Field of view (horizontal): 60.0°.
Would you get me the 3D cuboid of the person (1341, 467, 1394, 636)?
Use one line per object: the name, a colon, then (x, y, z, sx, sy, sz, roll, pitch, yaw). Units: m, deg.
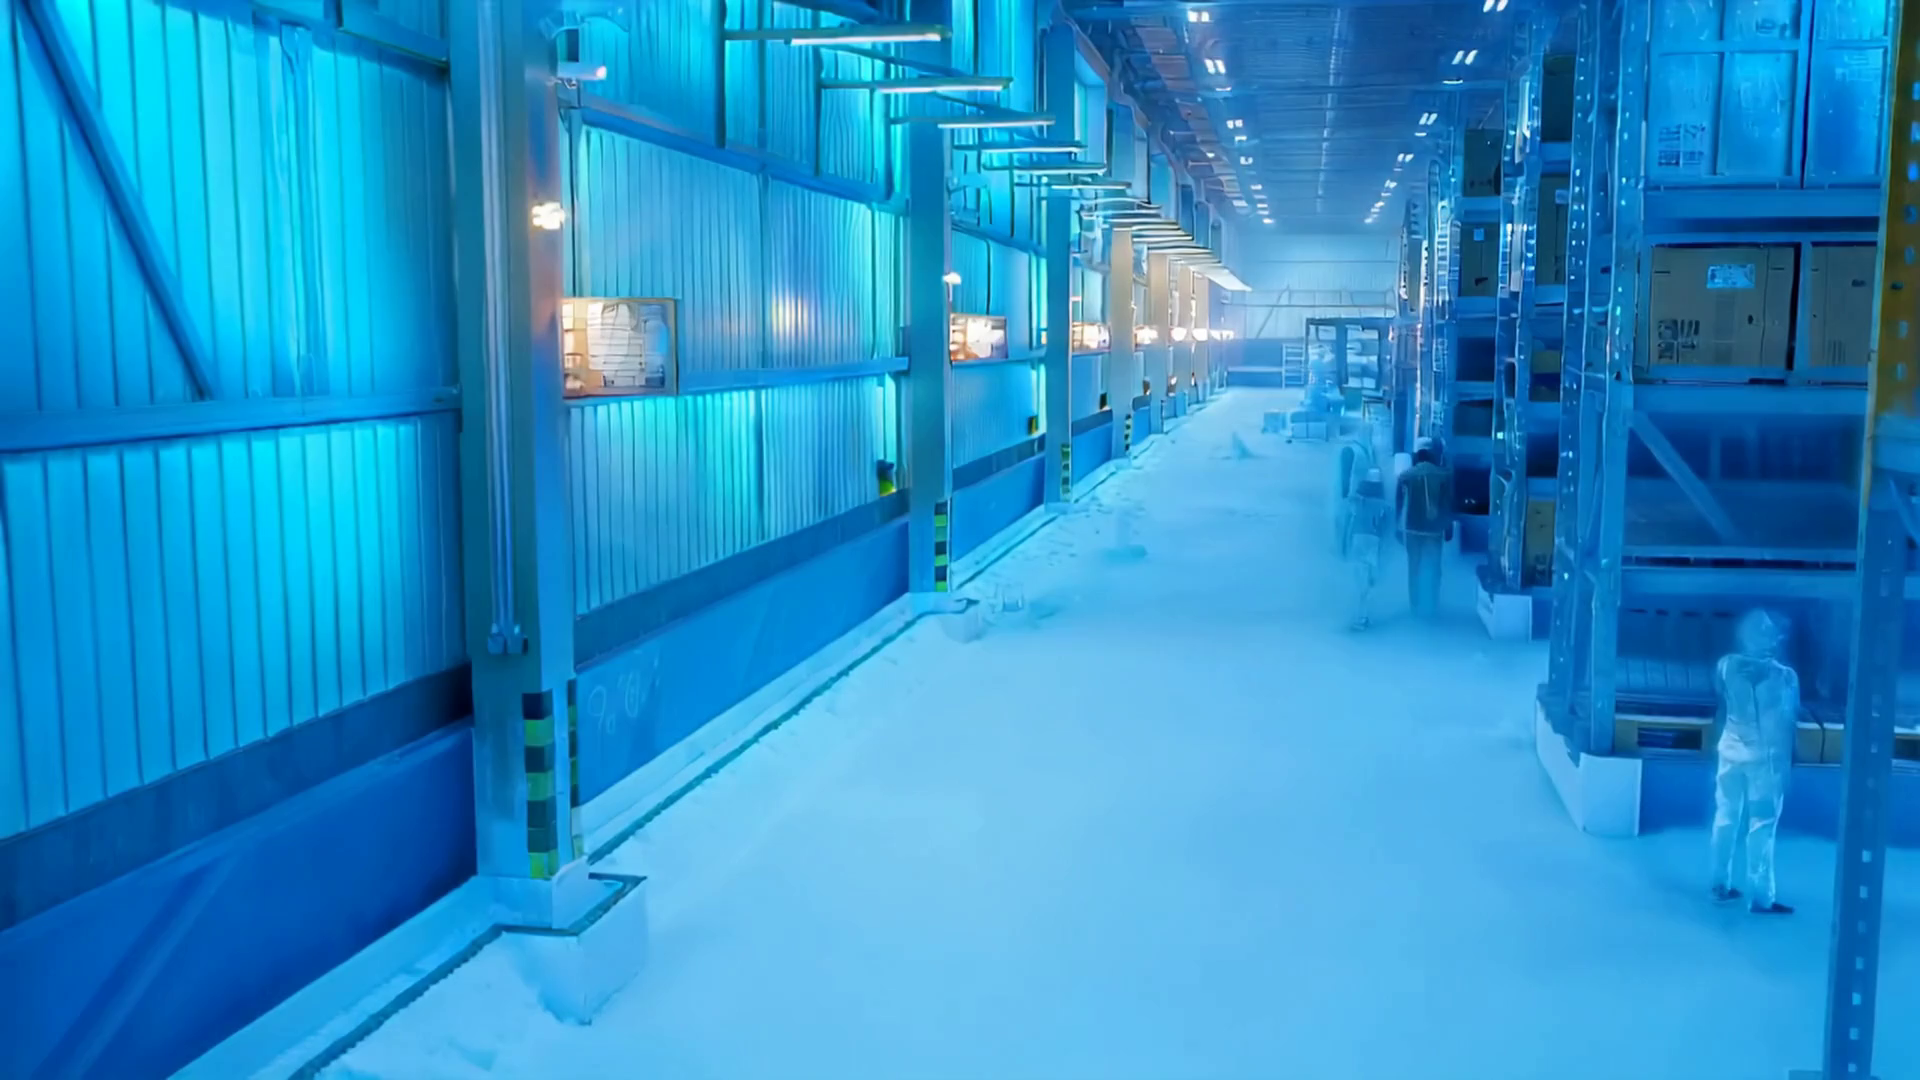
person: (4.192, 0.114, 17.060, 0.501, 1.718, 0.526, 3, 8, 25)

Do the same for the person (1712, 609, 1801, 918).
person: (4.233, 1.180, 8.879, 0.315, 1.636, 0.514, -3, 8, -23)

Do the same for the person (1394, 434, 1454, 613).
person: (5.091, -0.167, 18.274, 0.638, 1.983, 0.441, 1, 7, 10)

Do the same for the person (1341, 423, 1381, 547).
person: (5.668, -0.731, 23.409, 0.654, 1.828, 0.454, -5, 8, -33)
